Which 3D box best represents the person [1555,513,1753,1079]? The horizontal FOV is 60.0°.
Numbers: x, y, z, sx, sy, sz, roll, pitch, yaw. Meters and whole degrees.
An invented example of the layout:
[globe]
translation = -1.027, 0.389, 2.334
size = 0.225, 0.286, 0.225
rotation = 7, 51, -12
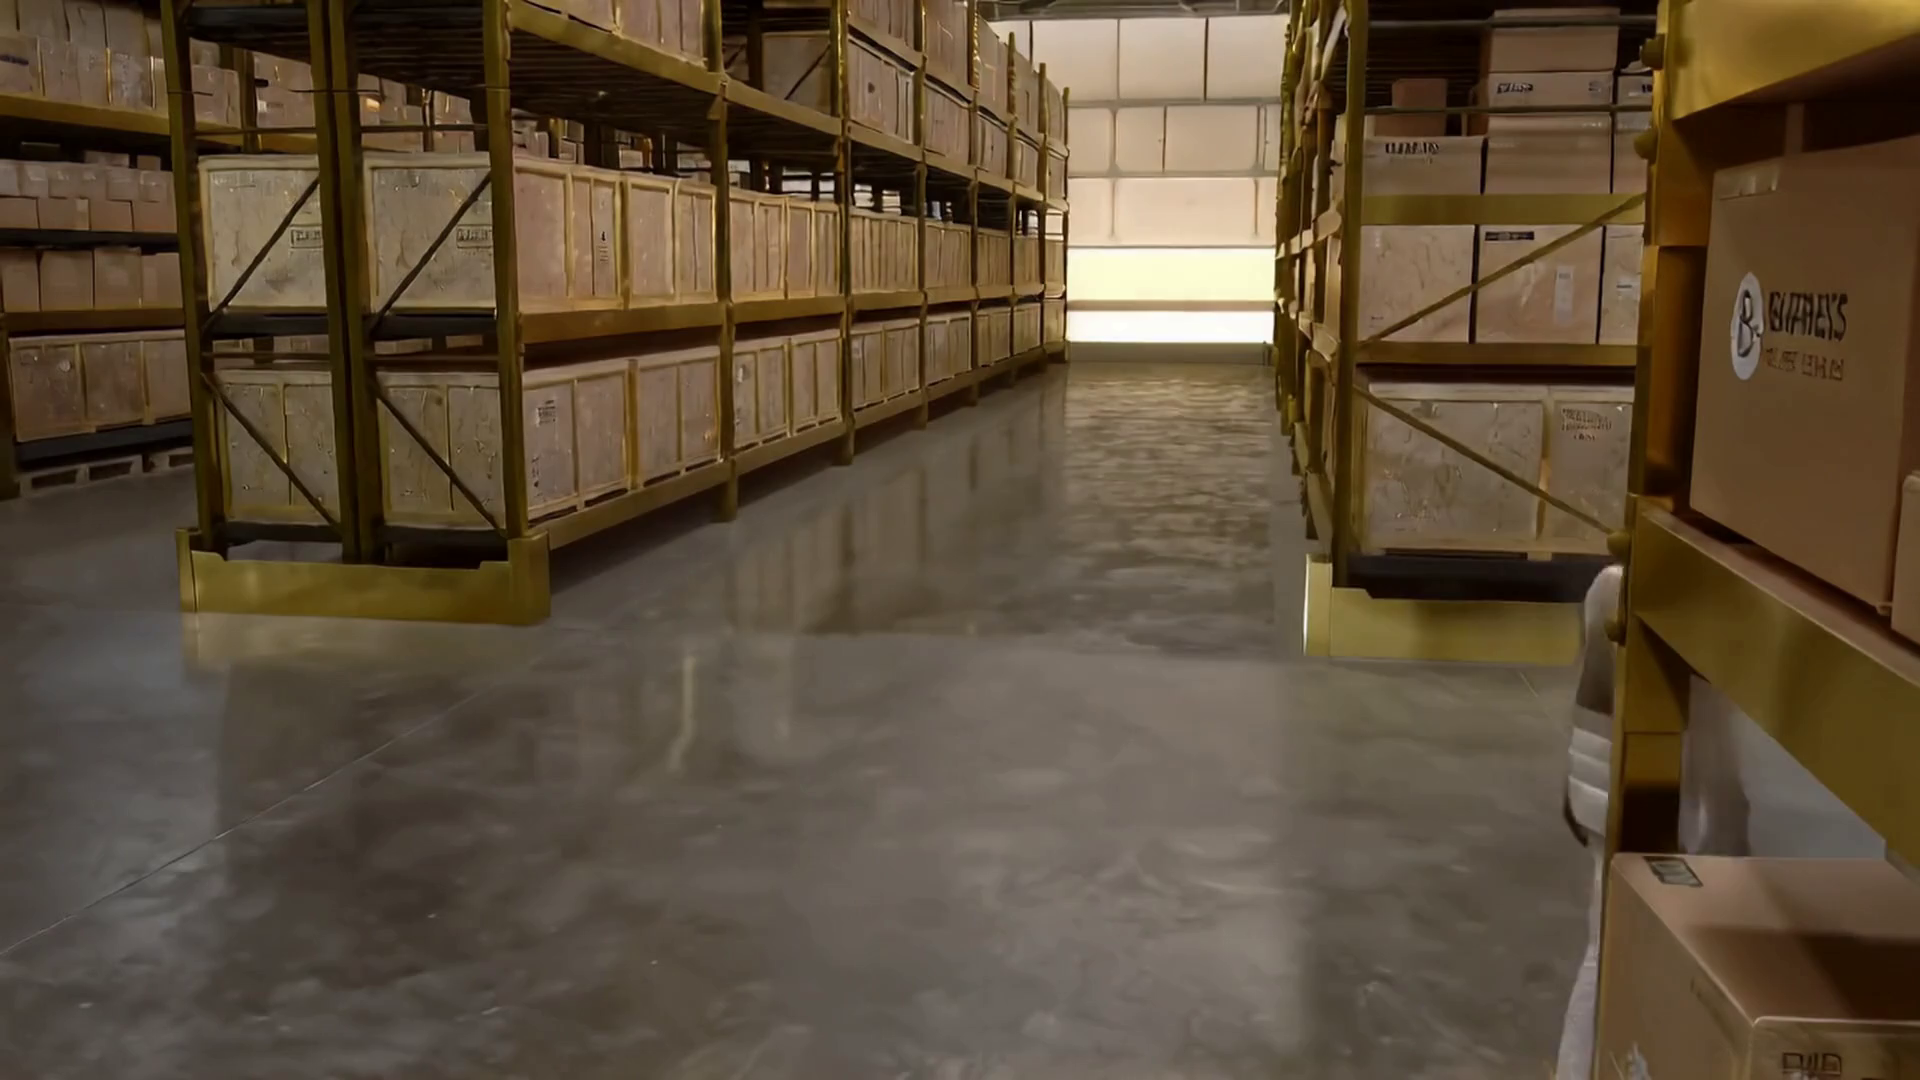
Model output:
[person]
translation = 1.600, 0.629, 3.690
size = 0.647, 1.615, 0.542
rotation = 0, 9, -3
